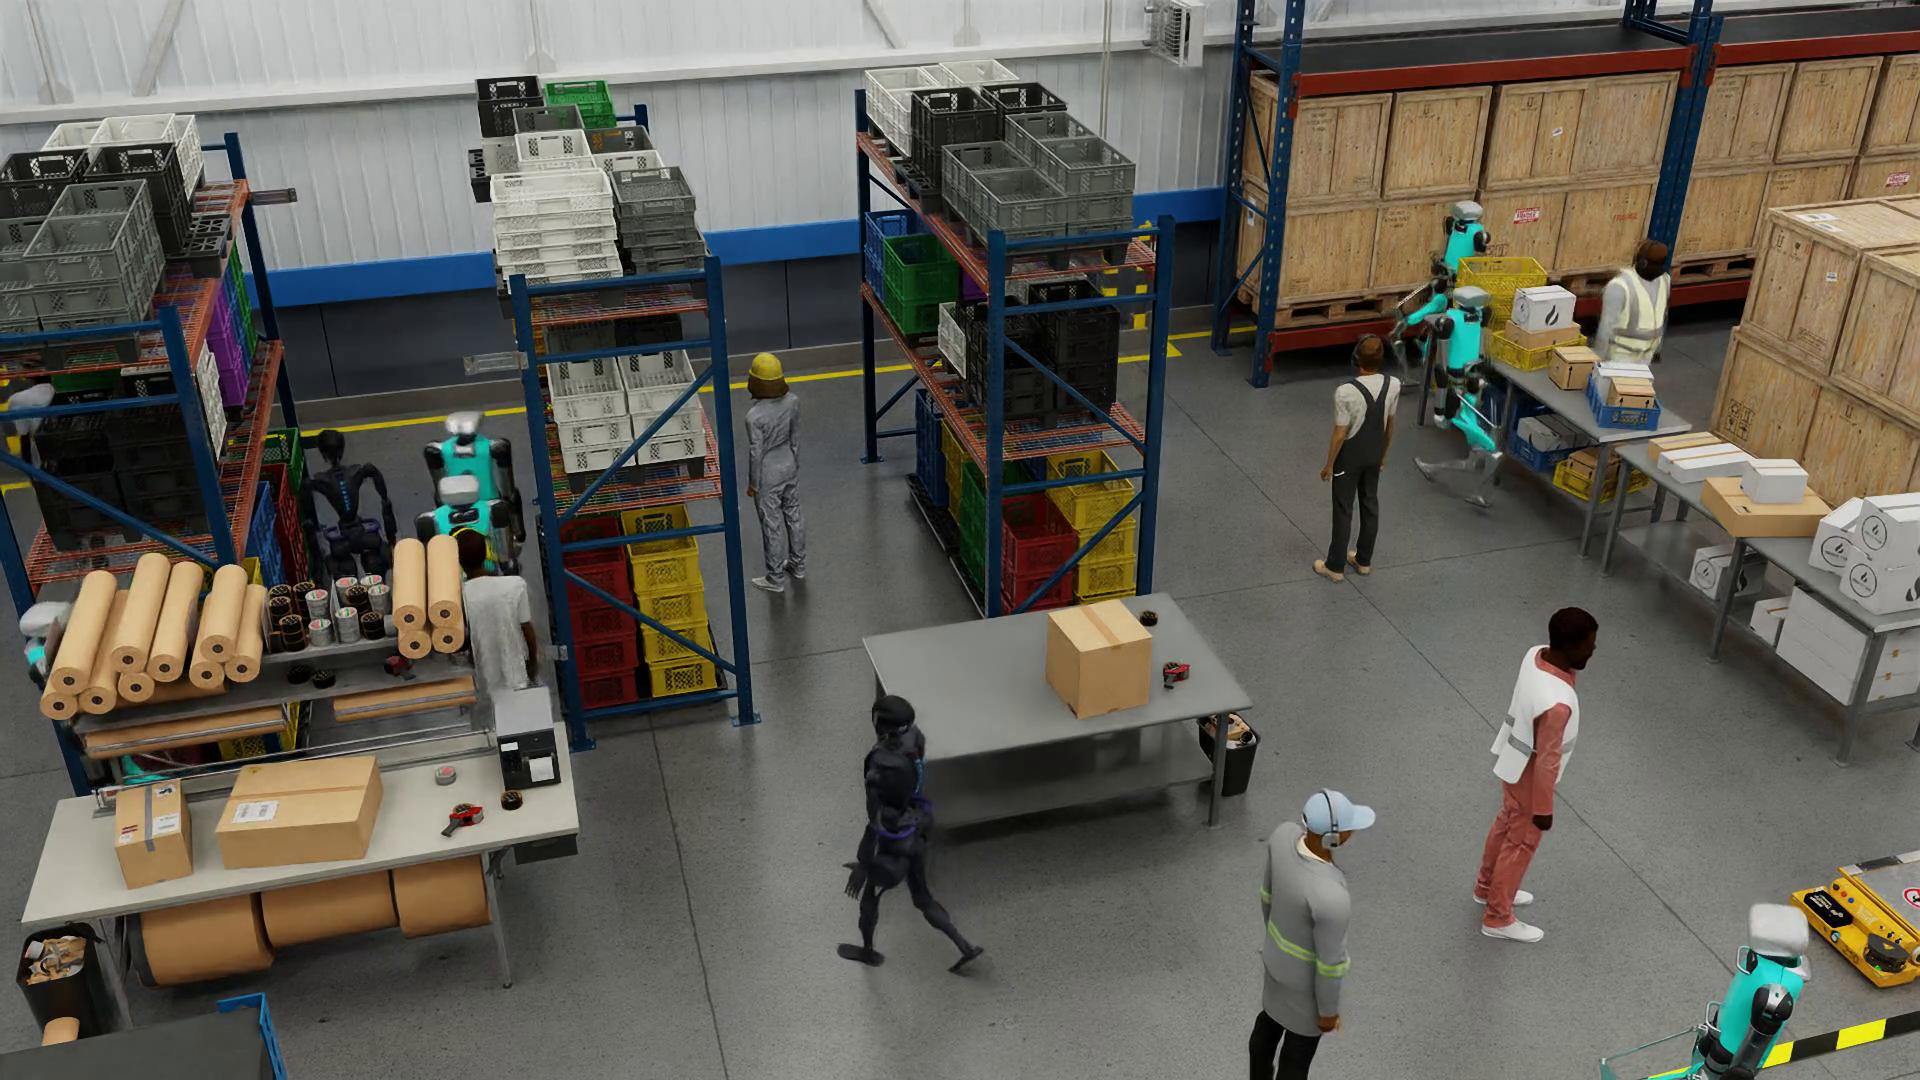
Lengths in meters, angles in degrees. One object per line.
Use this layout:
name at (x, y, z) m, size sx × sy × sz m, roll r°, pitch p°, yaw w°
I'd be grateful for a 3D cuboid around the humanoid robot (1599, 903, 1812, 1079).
humanoid robot at (2.859, 2.098, 6.676) m, size 0.735 × 1.681 × 0.533 m, roll 13°, pitch 31°, yaw 22°

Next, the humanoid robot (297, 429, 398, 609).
humanoid robot at (-3.877, 0.037, 10.635) m, size 0.602 × 1.643 × 0.515 m, roll -14°, pitch 32°, yaw -24°

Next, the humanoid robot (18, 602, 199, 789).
humanoid robot at (-4.248, 1.099, 8.661) m, size 0.807 × 1.794 × 0.540 m, roll -7°, pitch 30°, yaw -13°

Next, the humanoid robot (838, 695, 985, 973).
humanoid robot at (-0.265, 1.464, 8.075) m, size 0.754 × 1.634 × 0.600 m, roll 13°, pitch 31°, yaw 23°

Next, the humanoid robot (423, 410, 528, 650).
humanoid robot at (-3.070, -0.106, 10.860) m, size 0.555 × 1.809 × 0.745 m, roll -2°, pitch 29°, yaw -3°

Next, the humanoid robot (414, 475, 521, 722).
humanoid robot at (-2.754, 0.556, 9.669) m, size 0.532 × 1.826 × 0.725 m, roll -14°, pitch 32°, yaw -23°

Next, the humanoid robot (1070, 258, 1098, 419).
humanoid robot at (0.942, -1.739, 13.885) m, size 0.714 × 1.630 × 0.615 m, roll -3°, pitch 29°, yaw -5°

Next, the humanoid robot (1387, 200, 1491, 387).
humanoid robot at (4.088, -2.035, 14.343) m, size 1.002 × 1.739 × 0.541 m, roll -10°, pitch 30°, yaw -17°

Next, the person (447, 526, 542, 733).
person at (-2.551, 0.780, 9.129) m, size 0.502 × 1.825 × 0.667 m, roll -10°, pitch 30°, yaw -17°

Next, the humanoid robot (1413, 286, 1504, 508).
humanoid robot at (3.868, -0.997, 12.466) m, size 0.532 × 1.739 × 1.039 m, roll -19°, pitch 34°, yaw -31°

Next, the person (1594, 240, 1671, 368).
person at (5.367, -1.511, 13.292) m, size 0.654 × 1.825 × 0.464 m, roll -14°, pitch 32°, yaw -23°

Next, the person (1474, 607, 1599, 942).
person at (2.863, 1.167, 8.344) m, size 0.393 × 1.908 × 0.580 m, roll 6°, pitch 29°, yaw 10°

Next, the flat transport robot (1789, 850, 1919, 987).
flat transport robot at (5.163, 1.916, 8.676) m, size 1.431 × 0.231 × 0.659 m, roll -8°, pitch 30°, yaw -14°

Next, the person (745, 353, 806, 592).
person at (-1.297, -0.472, 11.487) m, size 0.295 × 1.743 × 0.492 m, roll 20°, pitch 35°, yaw 32°

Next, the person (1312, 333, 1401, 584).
person at (2.751, -0.561, 11.545) m, size 0.504 × 1.846 × 0.344 m, roll -11°, pitch 31°, yaw -19°

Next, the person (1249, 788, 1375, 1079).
person at (1.500, 1.833, 7.183) m, size 0.399 × 1.852 × 0.589 m, roll -8°, pitch 30°, yaw -14°

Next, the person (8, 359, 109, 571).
person at (-6.134, -0.533, 11.497) m, size 0.507 × 1.843 × 0.784 m, roll -9°, pitch 30°, yaw -17°
